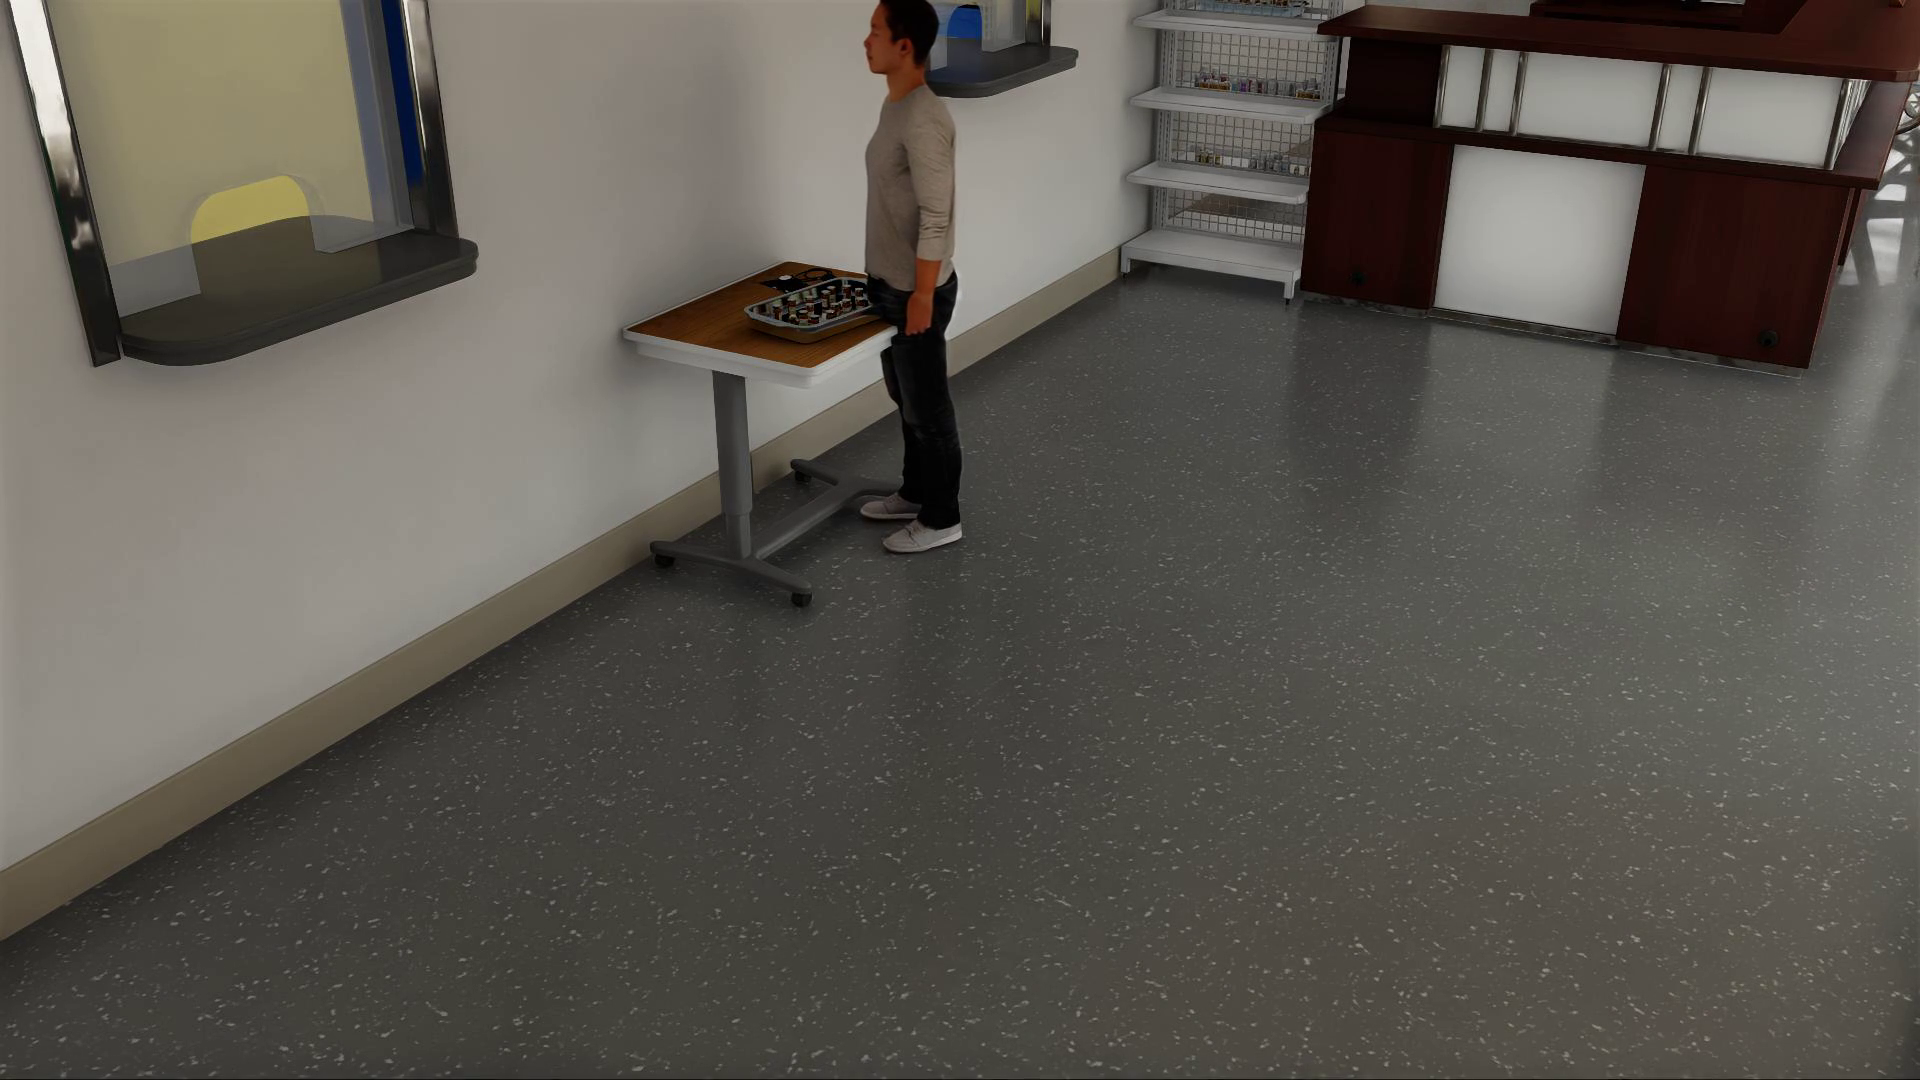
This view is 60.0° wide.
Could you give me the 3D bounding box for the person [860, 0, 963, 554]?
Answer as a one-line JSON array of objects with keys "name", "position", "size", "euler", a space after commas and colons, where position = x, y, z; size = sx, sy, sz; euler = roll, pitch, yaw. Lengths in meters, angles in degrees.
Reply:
[{"name": "person", "position": [-0.143, -0.841, 5.377], "size": [0.781, 1.811, 0.718], "euler": [-7, 27, -14]}]
